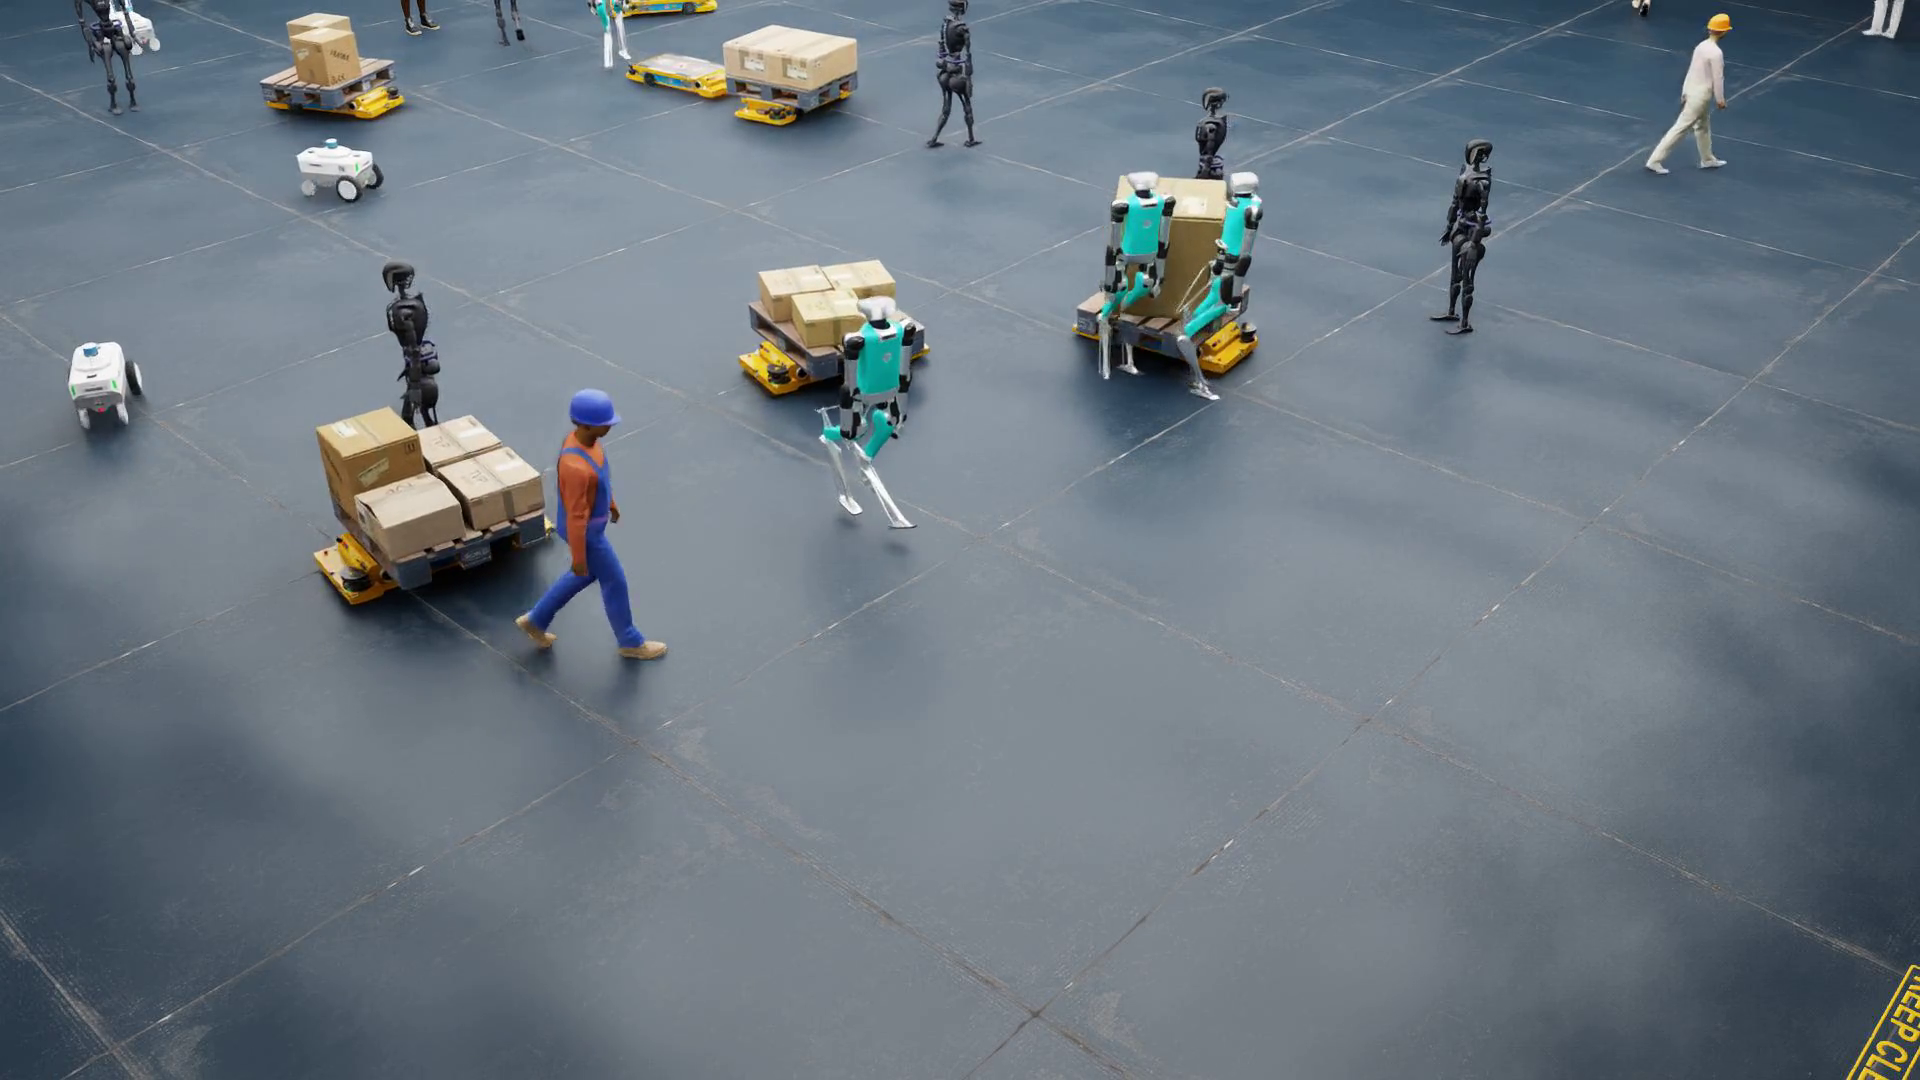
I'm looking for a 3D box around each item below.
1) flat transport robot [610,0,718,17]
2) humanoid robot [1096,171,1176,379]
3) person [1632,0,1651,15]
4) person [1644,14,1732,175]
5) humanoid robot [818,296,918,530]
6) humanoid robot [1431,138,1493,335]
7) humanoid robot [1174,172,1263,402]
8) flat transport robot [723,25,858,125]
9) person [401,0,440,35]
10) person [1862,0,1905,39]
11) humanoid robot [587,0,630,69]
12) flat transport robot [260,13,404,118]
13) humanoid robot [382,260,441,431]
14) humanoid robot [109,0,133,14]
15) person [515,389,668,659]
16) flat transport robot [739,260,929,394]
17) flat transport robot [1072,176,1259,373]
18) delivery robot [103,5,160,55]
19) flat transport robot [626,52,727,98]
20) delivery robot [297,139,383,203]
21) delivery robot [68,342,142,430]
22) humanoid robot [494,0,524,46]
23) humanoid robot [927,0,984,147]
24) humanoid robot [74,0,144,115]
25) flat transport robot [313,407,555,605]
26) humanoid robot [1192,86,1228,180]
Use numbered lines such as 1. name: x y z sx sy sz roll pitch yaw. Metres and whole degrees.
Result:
1. flat transport robot: -4.154 -7.536 23.288 1.431 0.231 0.659 -8 33 -12
2. humanoid robot: 1.301 -2.097 13.157 0.543 1.804 0.713 -12 34 -19
3. person: 9.529 -8.185 22.844 0.515 1.842 0.842 11 33 17
4. person: 7.683 -4.627 17.291 0.917 1.645 0.458 0 32 1
5. humanoid robot: -0.642 -0.857 11.136 0.559 1.731 1.008 -21 38 -30
6. humanoid robot: 4.233 -2.542 13.899 0.315 1.657 0.599 -4 32 -7
7. humanoid robot: 1.910 -1.941 12.911 0.754 1.811 0.547 -6 32 -9
8. flat transport robot: -1.940 -5.163 19.468 0.659 0.231 1.431 18 36 26
9. person: -7.272 -7.713 21.968 0.368 1.965 0.601 20 37 28
10. person: 12.281 -7.403 21.782 0.551 1.624 0.453 -16 35 -24
11. humanoid robot: -4.360 -6.745 20.644 0.534 1.752 0.997 -4 32 -6
12. flat transport robot: -7.334 -5.193 19.516 1.431 0.231 0.659 10 33 15
13. humanoid robot: -3.846 -1.161 11.694 0.441 1.651 0.608 -11 33 -17
14. humanoid robot: -11.609 -7.975 22.547 0.530 1.739 0.682 -13 34 -19
15. person: -2.252 -0.075 9.759 0.832 1.868 0.585 -3 32 -5
16. flat transport robot: -1.032 -1.558 13.662 1.431 0.231 0.659 -18 36 -27
17. flat transport robot: 1.715 -1.757 13.983 1.431 0.231 0.659 19 37 28
18. delivery robot: -10.760 -6.608 21.539 0.783 0.611 0.499 26 40 35
19. flat transport robot: -3.339 -5.673 20.290 1.431 0.231 0.659 20 37 29
20. delivery robot: -6.329 -3.776 16.981 0.791 0.614 0.499 7 33 11
21. delivery robot: -6.663 -1.241 12.876 0.499 0.590 0.793 -11 34 -18
22. humanoid robot: -5.924 -7.221 21.447 0.601 1.653 0.407 -15 35 -22
23. humanoid robot: -0.063 -5.081 18.037 0.621 1.647 0.610 -20 37 -28
24. humanoid robot: -9.700 -5.728 19.043 0.588 1.653 0.387 -22 38 -31
25. flat transport robot: -3.497 0.007 11.143 1.431 0.231 0.659 -23 38 -32
26. humanoid robot: 2.190 -3.285 15.107 0.410 1.658 0.595 3 32 5
